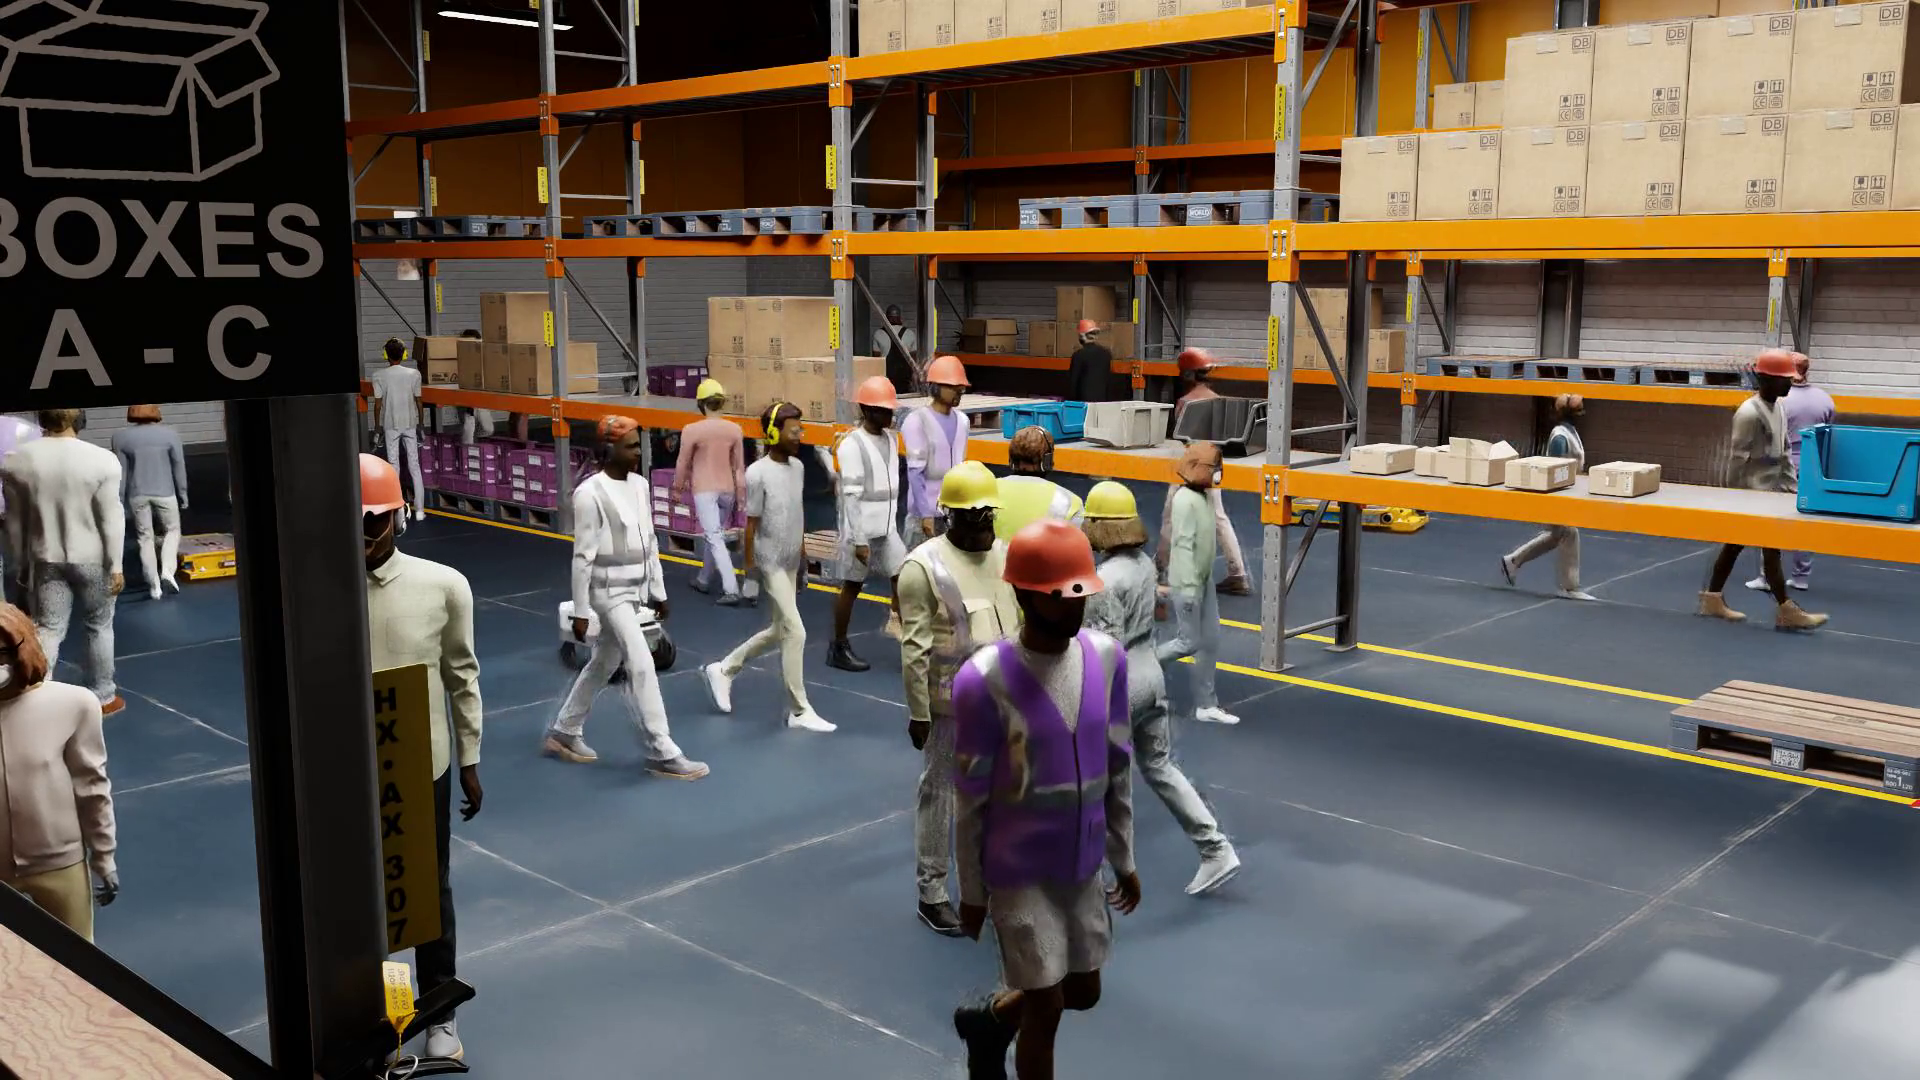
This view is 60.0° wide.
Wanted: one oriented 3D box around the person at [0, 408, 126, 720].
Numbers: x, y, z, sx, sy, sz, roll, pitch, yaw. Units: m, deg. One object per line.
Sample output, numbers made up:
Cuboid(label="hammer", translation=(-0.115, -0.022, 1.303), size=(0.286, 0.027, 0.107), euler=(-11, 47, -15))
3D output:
Cuboid(label="person", translation=(-4.930, 0.127, 9.150), size=(0.639, 1.914, 0.852), euler=(-1, 9, -7))

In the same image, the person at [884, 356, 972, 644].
Cuboid(label="person", translation=(-0.143, -0.228, 11.097), size=(0.617, 1.992, 1.041), euler=(-9, 13, -43))

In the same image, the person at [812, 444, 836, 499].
Cuboid(label="person", translation=(-1.401, -1.335, 18.381), size=(0.634, 1.820, 0.683), euler=(-5, 11, -30))

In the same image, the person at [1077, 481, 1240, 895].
Cuboid(label="person", translation=(0.767, 0.613, 6.794), size=(0.789, 1.706, 0.493), euler=(6, 11, 32))

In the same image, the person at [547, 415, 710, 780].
Cuboid(label="person", translation=(-1.753, 0.277, 8.447), size=(0.969, 1.841, 0.591), euler=(3, 10, 18))

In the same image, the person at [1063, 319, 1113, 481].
Cuboid(label="person", translation=(1.487, -1.713, 20.290), size=(0.651, 1.943, 0.995), euler=(-9, 13, -44))

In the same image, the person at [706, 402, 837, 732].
Cuboid(label="person", translation=(-1.078, 0.143, 9.288), size=(0.805, 1.842, 0.503), euler=(4, 10, 24))

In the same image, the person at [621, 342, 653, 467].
Cuboid(label="person", translation=(-4.229, -1.725, 21.380), size=(0.558, 1.619, 0.521), euler=(-4, 10, -22))

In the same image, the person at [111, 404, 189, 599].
Cuboid(label="person", translation=(-6.253, -0.342, 12.861), size=(0.518, 1.621, 0.362), euler=(-4, 10, -21))

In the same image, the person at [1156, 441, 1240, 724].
Cuboid(label="person", translation=(1.260, 0.236, 9.351), size=(0.586, 1.610, 0.500), euler=(5, 11, 29))

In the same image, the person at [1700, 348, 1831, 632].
Cuboid(label="person", translation=(5.789, -0.347, 11.804), size=(1.004, 1.993, 0.615), euler=(8, 12, 40))

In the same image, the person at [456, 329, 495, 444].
Cuboid(label="person", translation=(-6.067, -1.705, 20.652), size=(0.449, 1.822, 0.650), euler=(3, 10, 18))

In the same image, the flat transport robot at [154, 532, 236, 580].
Cuboid(label="flat transport robot", translation=(-6.434, 0.120, 14.191), size=(0.652, 0.197, 1.431), euler=(-8, 12, -39))

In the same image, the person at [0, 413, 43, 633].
Cuboid(label="person", translation=(-6.522, -0.214, 11.293), size=(0.590, 1.881, 0.968), euler=(-5, 11, -29))

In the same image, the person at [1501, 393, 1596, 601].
Cuboid(label="person", translation=(4.613, -0.347, 12.947), size=(0.685, 1.618, 0.522), euler=(5, 10, 28))

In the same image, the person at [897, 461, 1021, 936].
Cuboid(label="person", translation=(0.032, 0.599, 6.475), size=(0.404, 1.830, 0.601), euler=(9, 13, 44))

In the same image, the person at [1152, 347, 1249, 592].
Cuboid(label="person", translation=(1.883, -0.554, 13.210), size=(1.050, 1.944, 0.636), euler=(9, 13, 43))

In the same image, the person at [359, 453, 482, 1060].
Cuboid(label="person", translation=(-1.833, 0.715, 5.270), size=(0.624, 1.992, 0.390), euler=(-2, 9, -12))

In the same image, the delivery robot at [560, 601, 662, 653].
Cuboid(label="delivery robot", translation=(-2.228, 0.521, 10.576), size=(0.707, 0.478, 0.477), euler=(8, 12, 41))

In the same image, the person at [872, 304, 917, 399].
Cuboid(label="person", translation=(-1.000, -2.488, 24.764), size=(0.689, 2.000, 0.537), euler=(-2, 10, -14))

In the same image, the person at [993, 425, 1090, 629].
Cuboid(label="person", translation=(0.322, 0.373, 7.882), size=(0.619, 1.836, 0.431), euler=(4, 10, 22))

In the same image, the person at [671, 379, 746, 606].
Cuboid(label="person", translation=(-1.916, -0.373, 12.794), size=(0.528, 1.720, 0.898), euler=(-8, 13, -42))

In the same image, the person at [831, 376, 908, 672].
Cuboid(label="person", translation=(-0.468, -0.065, 10.357), size=(0.963, 1.886, 0.576), euler=(7, 12, 36))

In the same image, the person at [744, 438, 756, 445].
Cuboid(label="person", translation=(-2.683, -2.250, 24.054), size=(0.966, 1.803, 0.587), euler=(6, 11, 32))

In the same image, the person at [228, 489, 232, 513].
Cuboid(label="person", translation=(-7.501, -1.088, 17.528), size=(0.524, 1.606, 0.820), euler=(0, 9, 1))

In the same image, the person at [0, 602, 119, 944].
Cuboid(label="person", translation=(-2.727, 0.970, 4.833), size=(0.502, 1.627, 0.272), euler=(-5, 10, -26))

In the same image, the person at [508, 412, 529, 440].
Cuboid(label="person", translation=(-5.884, -2.026, 22.346), size=(0.399, 1.909, 0.642), euler=(-5, 11, -30))

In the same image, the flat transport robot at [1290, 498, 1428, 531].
Cuboid(label="flat transport robot", translation=(3.888, -0.276, 16.614), size=(1.431, 0.197, 0.652), euler=(5, 10, 26))

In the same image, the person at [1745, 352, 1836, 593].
Cuboid(label="person", translation=(6.555, -0.534, 13.198), size=(0.651, 1.906, 0.403), euler=(-1, 9, -7))

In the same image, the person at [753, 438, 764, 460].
Cuboid(label="person", translation=(-2.598, -1.990, 22.235), size=(0.578, 1.878, 0.351), euler=(1, 9, 5))

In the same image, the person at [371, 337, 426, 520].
Cuboid(label="person", translation=(-5.690, -1.113, 16.855), size=(0.521, 1.873, 0.336), euler=(-5, 10, -27))

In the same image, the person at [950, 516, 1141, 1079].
Cuboid(label="person", translation=(0.195, 0.860, 4.630), size=(0.557, 1.917, 0.711), euler=(-7, 11, -35))

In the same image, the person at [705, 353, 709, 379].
Cuboid(label="person", translation=(-2.793, -1.642, 20.001), size=(0.400, 1.905, 0.644), euler=(3, 10, 18))
